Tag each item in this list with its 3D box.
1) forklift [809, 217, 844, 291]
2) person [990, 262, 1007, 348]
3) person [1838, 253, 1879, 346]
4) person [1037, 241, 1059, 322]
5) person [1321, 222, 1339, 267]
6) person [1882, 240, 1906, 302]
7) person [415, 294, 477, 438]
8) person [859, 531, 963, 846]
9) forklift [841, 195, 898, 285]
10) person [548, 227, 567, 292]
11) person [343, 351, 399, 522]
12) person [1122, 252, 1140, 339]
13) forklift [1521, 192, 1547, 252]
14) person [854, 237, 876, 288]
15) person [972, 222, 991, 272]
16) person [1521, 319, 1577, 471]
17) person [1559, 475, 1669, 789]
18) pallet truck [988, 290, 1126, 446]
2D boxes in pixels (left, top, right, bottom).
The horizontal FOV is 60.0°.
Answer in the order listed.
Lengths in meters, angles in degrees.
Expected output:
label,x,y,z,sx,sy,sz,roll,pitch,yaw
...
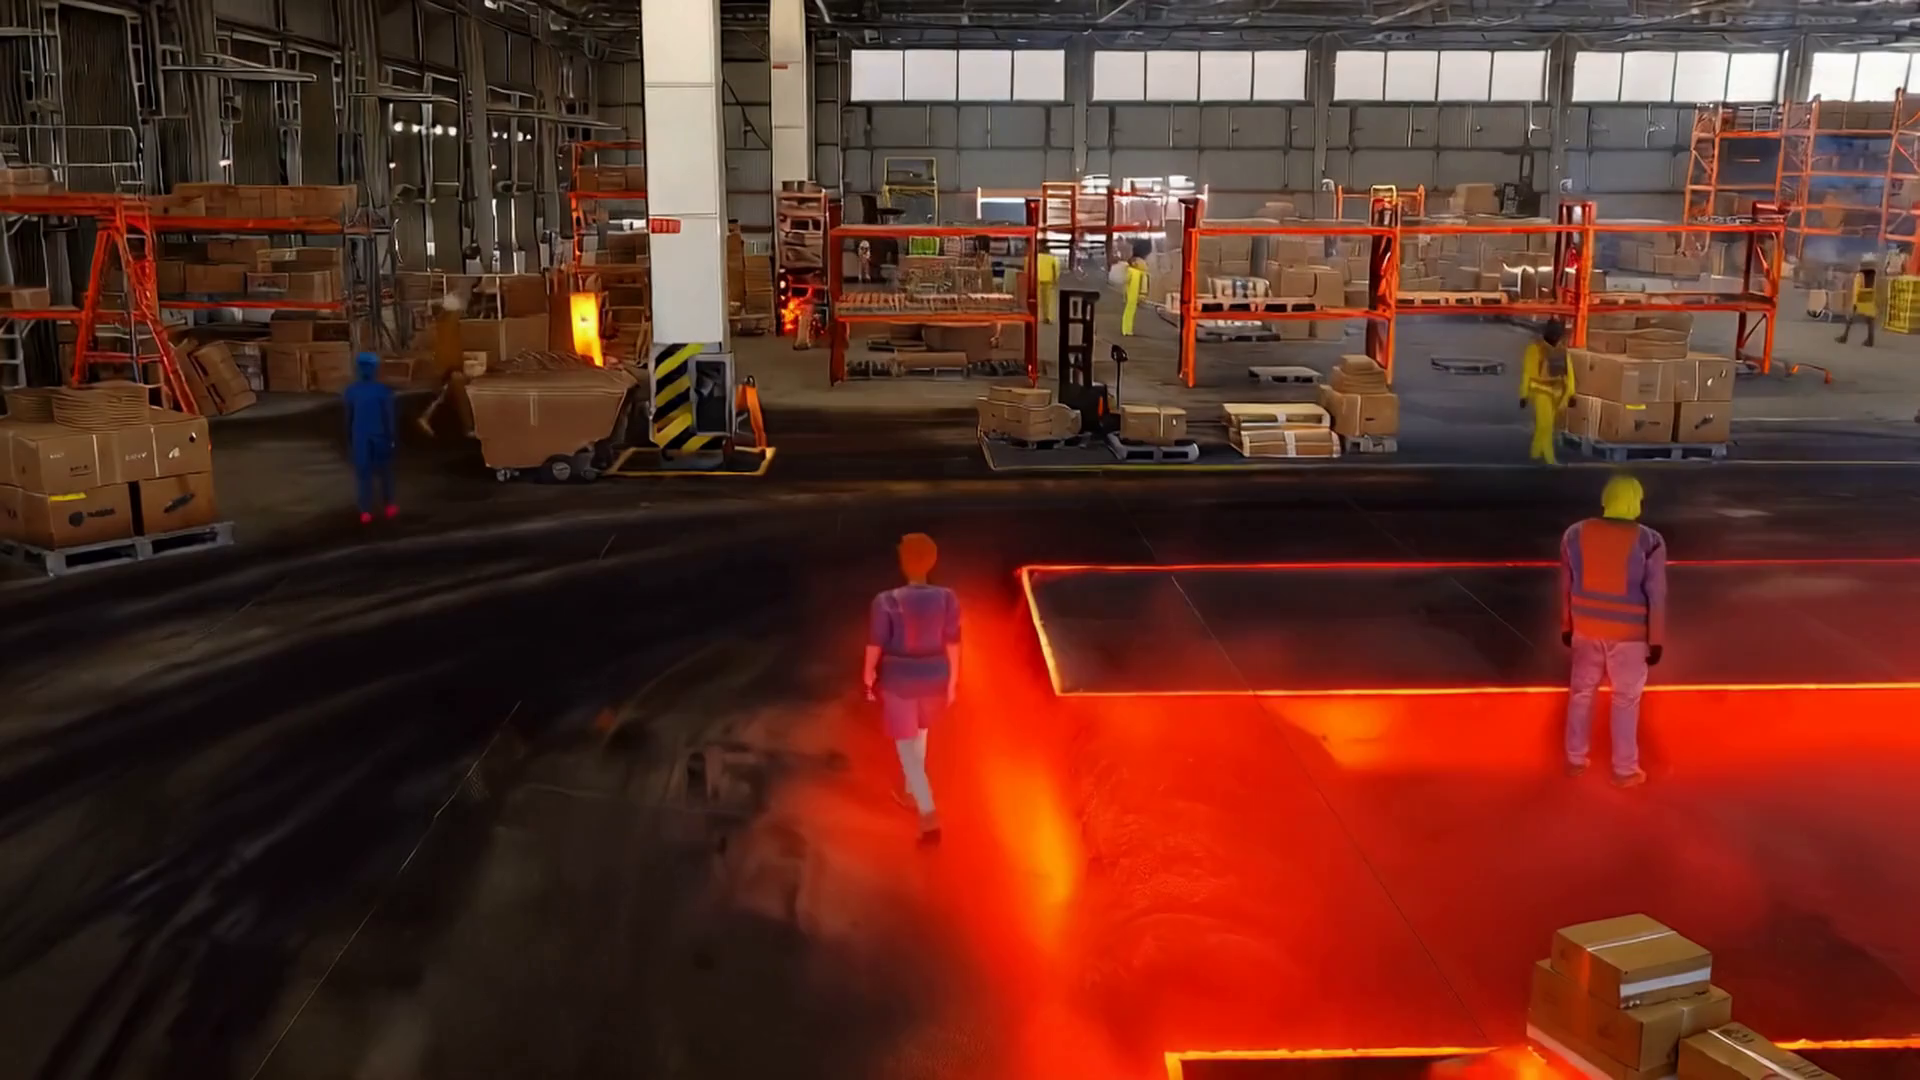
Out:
label,x,y,z,sx,sy,sz,roll,pitch,yaw
forklift,-4.374,-8.620,48.638,1.873,2.768,1.129,0,12,-2
person,0.782,-4.811,34.032,0.296,1.744,0.486,5,14,23
person,18.710,-4.987,34.495,0.565,1.883,1.018,-1,13,-6
person,2.033,-6.192,39.900,0.685,1.906,0.684,3,13,11
person,12.979,-10.276,58.399,0.605,1.881,0.817,-1,13,-4
person,25.716,-7.394,45.796,0.532,1.698,0.319,5,13,21
person,-6.877,-2.317,22.288,0.952,1.963,0.611,-3,13,-13
person,-0.228,0.781,8.971,0.534,1.660,0.845,-6,14,-26
forklift,-2.876,-9.527,52.734,1.873,2.768,1.129,1,12,2
person,-11.947,-8.326,49.453,0.543,1.940,0.361,-7,14,-29
person,-6.086,-1.083,17.213,0.537,1.741,0.748,-1,13,-5
person,3.699,-5.265,35.849,0.329,1.844,0.515,10,16,38
forklift,20.616,-11.151,60.067,1.873,2.768,1.129,0,12,-2
person,-2.931,-8.590,51.462,0.929,1.581,0.508,-11,17,-41
person,0.736,-9.696,55.727,0.652,1.902,0.842,3,13,15
person,7.135,-1.723,19.924,0.662,1.811,0.839,-5,13,-20
person,3.800,0.531,9.696,0.625,1.841,0.429,11,16,40
pallet truck,1.257,-2.299,22.111,1.885,1.965,0.823,-9,15,-35
